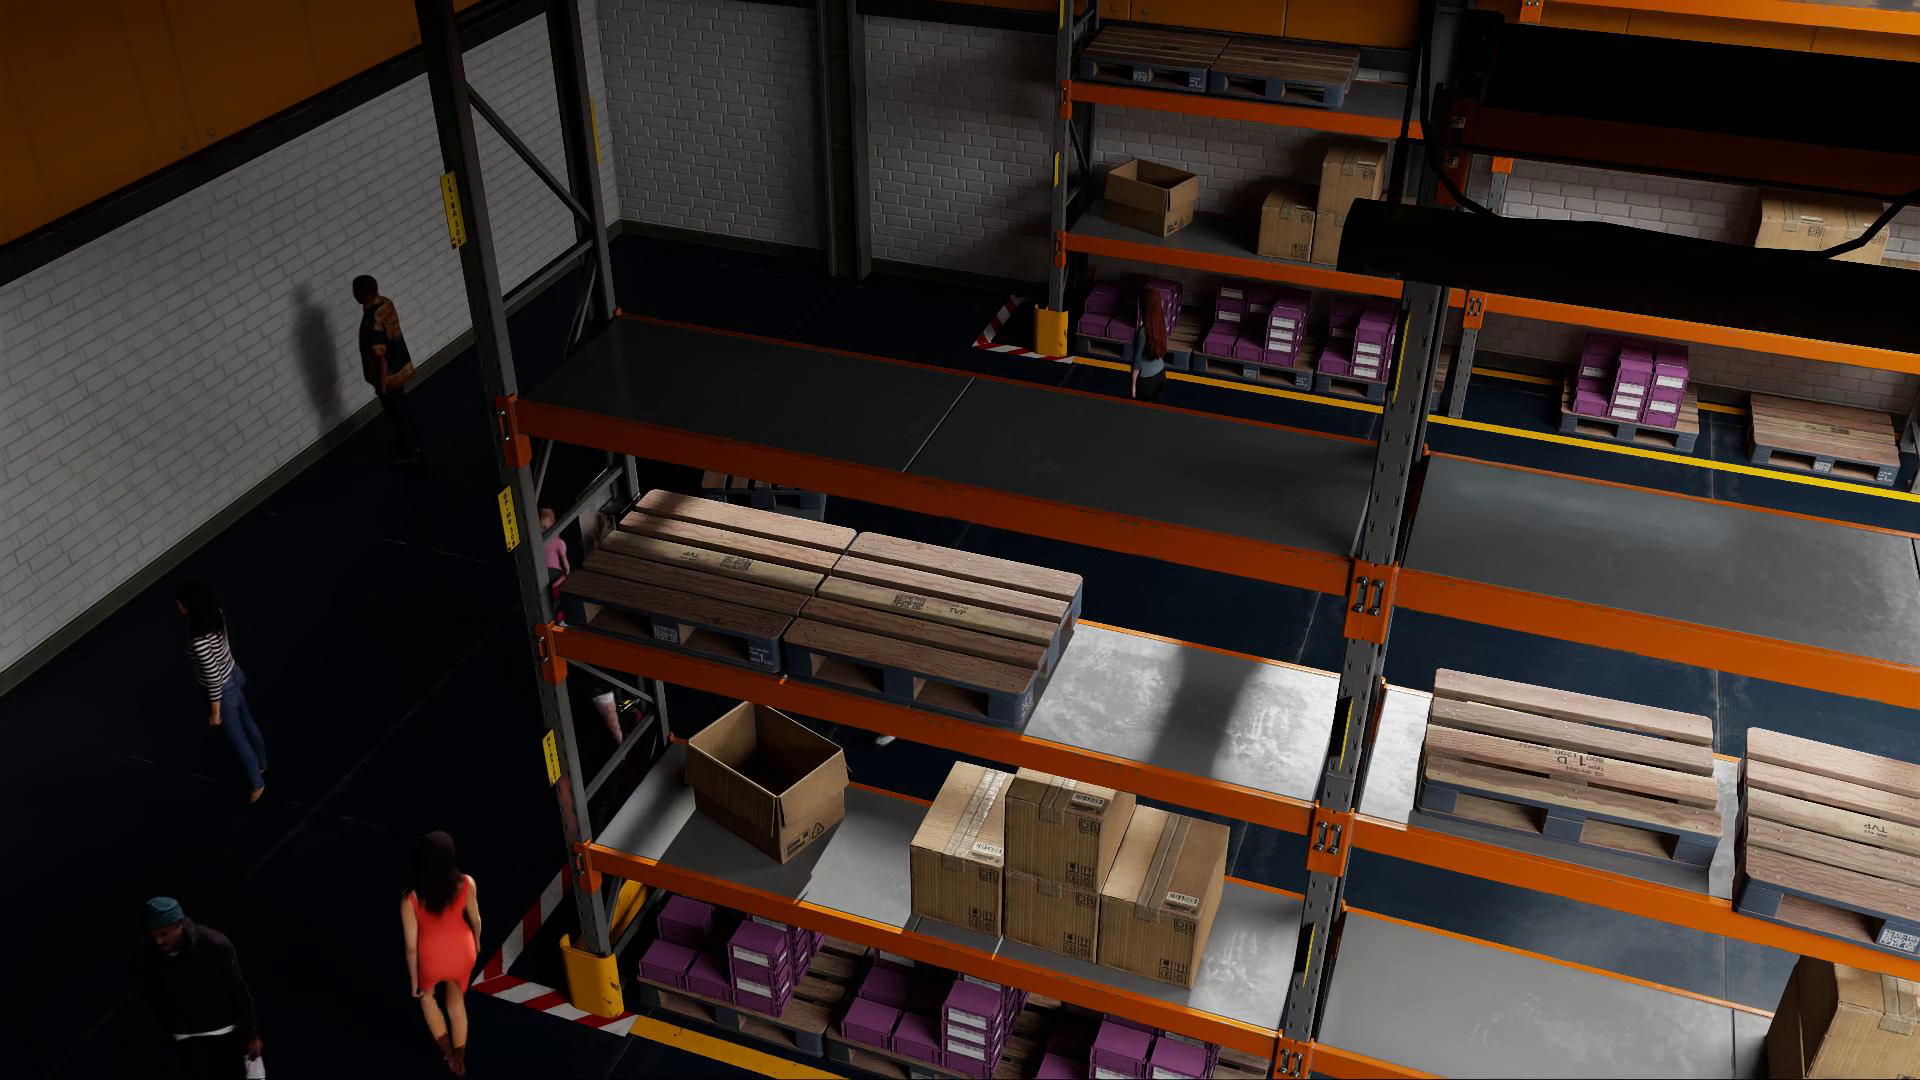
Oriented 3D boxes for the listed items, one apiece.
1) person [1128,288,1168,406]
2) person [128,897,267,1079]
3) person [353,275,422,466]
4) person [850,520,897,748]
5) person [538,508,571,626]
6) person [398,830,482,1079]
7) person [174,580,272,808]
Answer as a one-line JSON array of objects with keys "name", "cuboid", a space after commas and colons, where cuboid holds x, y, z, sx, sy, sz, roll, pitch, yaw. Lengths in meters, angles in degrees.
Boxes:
[{"name": "person", "cuboid": [1.662, -1.401, 14.614, 0.642, 1.739, 0.642, 27, 42, 34]}, {"name": "person", "cuboid": [-3.941, 2.460, 8.775, 1.248, 1.773, 1.256, -12, 35, -17]}, {"name": "person", "cuboid": [-5.067, -1.515, 14.726, 0.819, 1.805, 0.810, -3, 34, -5]}, {"name": "person", "cuboid": [-0.475, 0.627, 11.545, 0.845, 1.760, 0.802, -11, 35, -16]}, {"name": "person", "cuboid": [-3.082, 0.287, 12.513, 0.816, 1.254, 0.667, 3, 34, 5]}, {"name": "person", "cuboid": [-2.761, 2.329, 9.036, 0.739, 1.702, 0.783, -23, 40, -30]}, {"name": "person", "cuboid": [-4.832, 1.008, 10.938, 0.640, 1.796, 0.653, -4, 34, -7]}]
